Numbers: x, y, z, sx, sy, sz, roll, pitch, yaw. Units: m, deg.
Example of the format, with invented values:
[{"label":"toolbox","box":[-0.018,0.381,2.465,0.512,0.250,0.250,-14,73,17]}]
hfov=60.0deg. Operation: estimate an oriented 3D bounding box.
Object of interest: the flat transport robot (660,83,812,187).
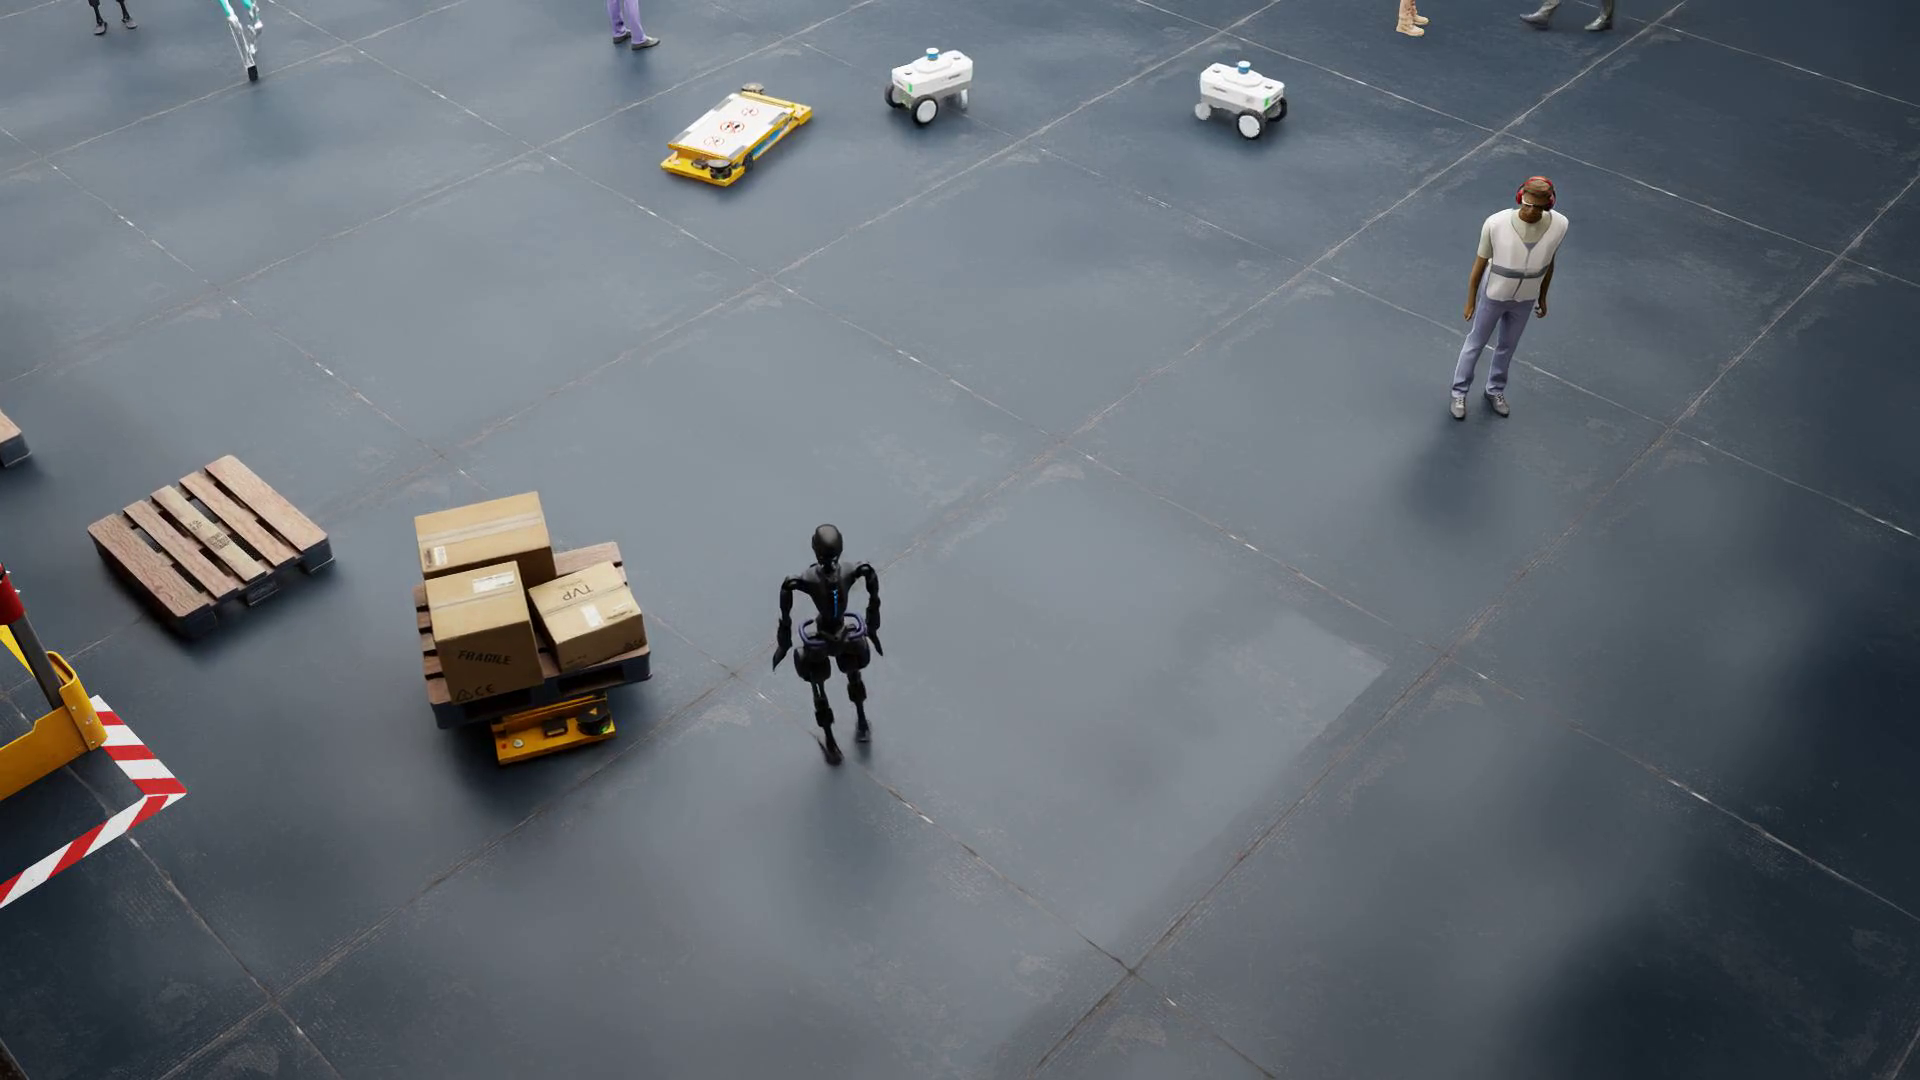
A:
[{"label":"flat transport robot","box":[-1.933,-3.528,14.447,0.659,0.231,1.431,19,45,20]}]

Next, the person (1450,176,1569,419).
[{"label":"person","box":[3.674,-1.641,11.174,0.567,1.840,0.374,-4,42,-4]}]

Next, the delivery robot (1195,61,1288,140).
[{"label":"delivery robot","box":[2.499,-3.907,14.662,0.781,0.605,0.499,26,48,26]}]

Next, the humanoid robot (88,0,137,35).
[{"label":"humanoid robot","box":[-8.228,-5.637,15.726,0.599,1.659,0.315,-17,45,-18]}]

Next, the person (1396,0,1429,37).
[{"label":"person","box":[4.411,-5.665,15.716,0.320,1.748,0.471,15,44,16]}]

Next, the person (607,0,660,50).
[{"label":"person","box":[-3.178,-5.472,15.428,0.564,1.847,0.389,29,50,29]}]

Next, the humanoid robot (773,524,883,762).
[{"label":"humanoid robot","box":[-0.704,0.553,8.856,0.600,1.656,0.347,-12,43,-13]}]

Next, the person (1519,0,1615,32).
[{"label":"person","box":[5.942,-5.634,15.644,0.957,1.791,0.585,-7,42,-8]}]

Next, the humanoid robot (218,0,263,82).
[{"label":"humanoid robot","box":[-6.643,-5.058,15.082,0.543,1.776,1.003,-21,46,-22]}]

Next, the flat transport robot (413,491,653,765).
[{"label":"flat transport robot","box":[-2.483,0.681,9.769,0.659,0.231,1.431,-13,44,-14]}]

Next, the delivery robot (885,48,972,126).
[{"label":"delivery robot","box":[-0.253,-4.085,14.847,0.747,0.586,0.521,-25,48,-25]}]
